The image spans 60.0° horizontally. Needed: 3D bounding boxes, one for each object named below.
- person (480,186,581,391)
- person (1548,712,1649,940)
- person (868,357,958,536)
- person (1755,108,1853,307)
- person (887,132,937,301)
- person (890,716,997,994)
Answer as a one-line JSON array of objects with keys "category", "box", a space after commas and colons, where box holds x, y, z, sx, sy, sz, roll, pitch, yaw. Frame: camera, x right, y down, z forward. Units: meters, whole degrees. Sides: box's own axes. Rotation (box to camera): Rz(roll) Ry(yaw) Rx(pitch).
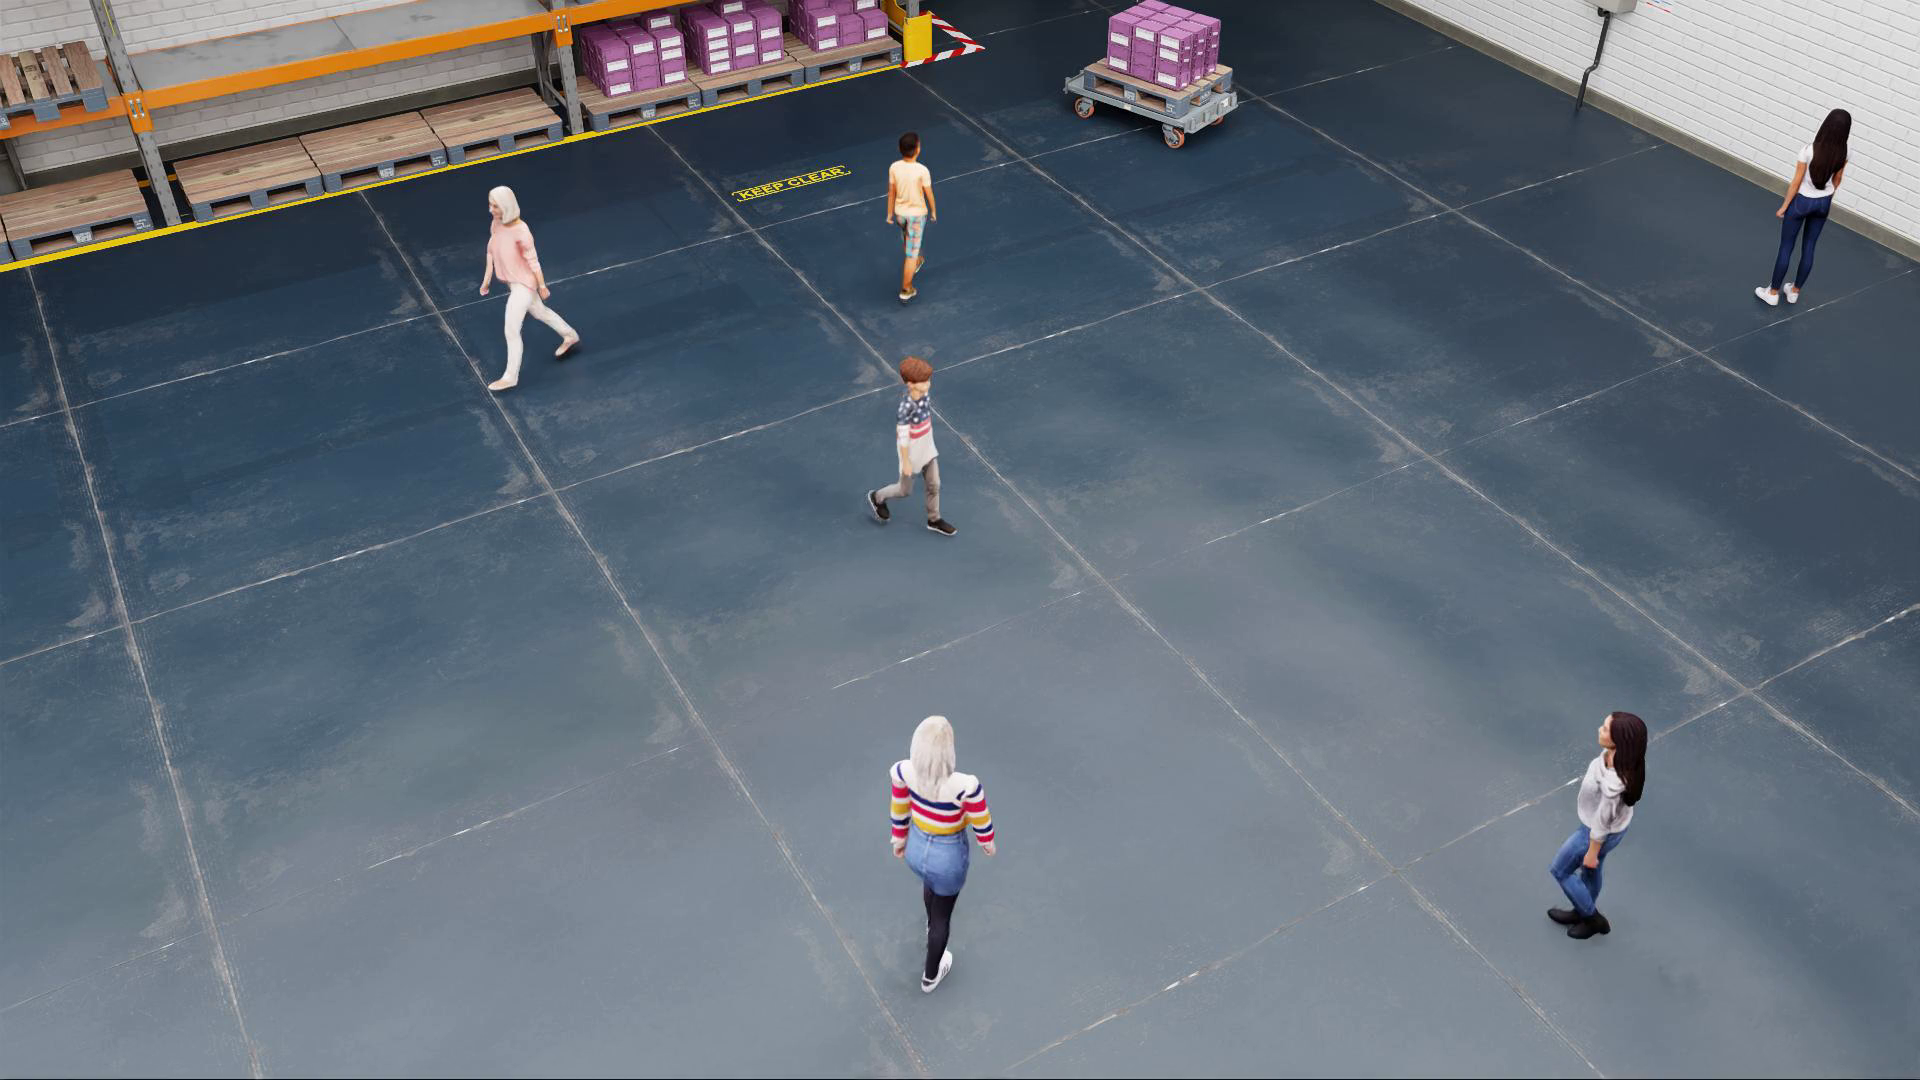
[{"category": "person", "box": [-3.427, -2.072, 13.259, 1.219, 1.677, 0.787, -31, 48, -33]}, {"category": "person", "box": [3.458, 1.555, 8.765, 0.785, 1.618, 0.695, 22, 44, 25]}, {"category": "person", "box": [-0.364, -0.655, 11.688, 0.862, 1.423, 0.919, 19, 43, 23]}, {"category": "person", "box": [7.207, -2.816, 14.113, 0.606, 1.774, 0.727, -1, 39, -2]}, {"category": "person", "box": [-0.446, -2.761, 14.324, 0.945, 1.425, 1.035, 12, 40, 15]}, {"category": "person", "box": [-0.147, 1.660, 8.496, 0.878, 1.788, 0.952, 19, 42, 22]}]
